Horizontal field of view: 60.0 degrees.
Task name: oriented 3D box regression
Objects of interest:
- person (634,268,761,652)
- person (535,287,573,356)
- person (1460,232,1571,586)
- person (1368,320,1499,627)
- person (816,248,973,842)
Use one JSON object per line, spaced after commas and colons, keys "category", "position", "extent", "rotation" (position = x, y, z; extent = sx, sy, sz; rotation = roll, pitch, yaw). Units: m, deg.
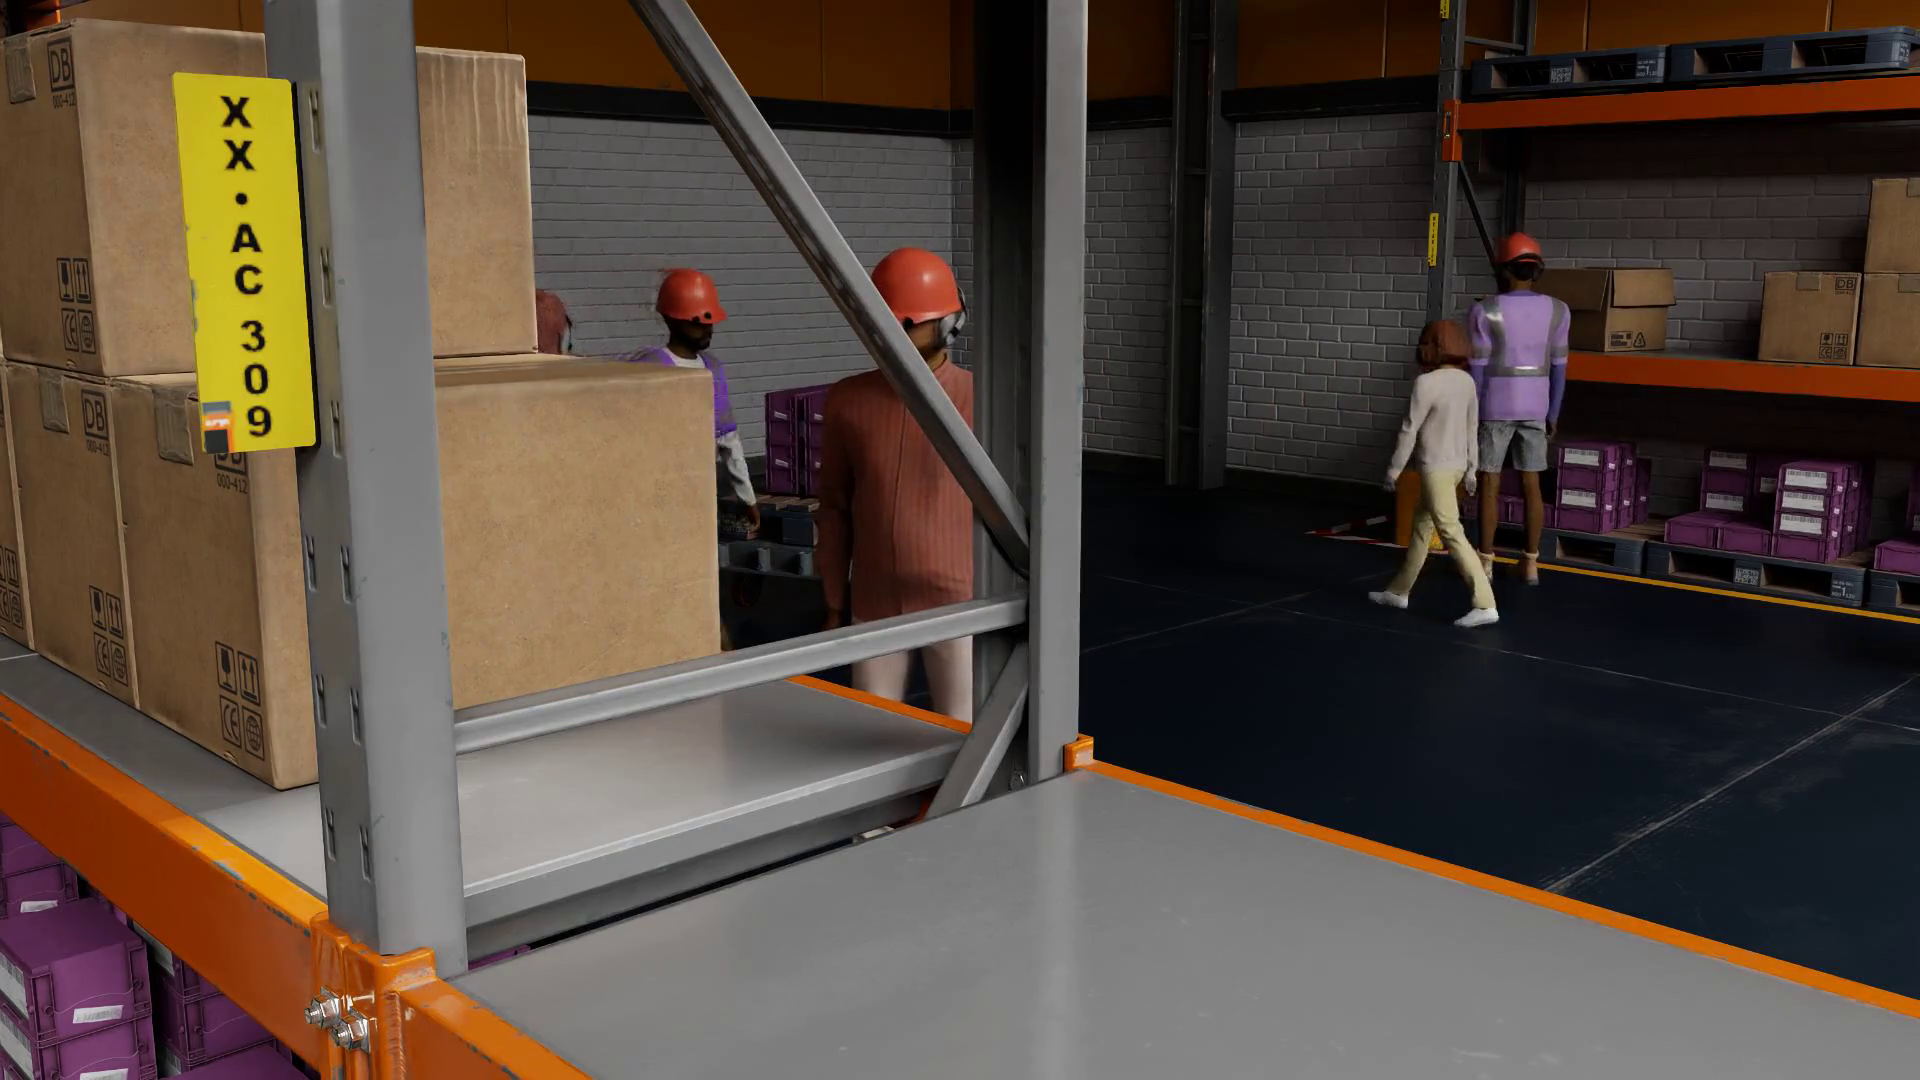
{"category": "person", "position": [-1.053, -0.161, 6.838], "extent": [0.961, 1.875, 0.686], "rotation": [4, 11, 22]}
{"category": "person", "position": [-1.265, 0.187, 4.997], "extent": [0.679, 1.874, 0.881], "rotation": [-6, 12, -31]}
{"category": "person", "position": [3.194, -0.746, 9.628], "extent": [0.612, 2.037, 0.390], "rotation": [-1, 10, -6]}
{"category": "person", "position": [2.527, -0.356, 8.725], "extent": [0.513, 1.587, 0.866], "rotation": [-10, 14, -43]}
{"category": "person", "position": [-0.115, 0.186, 4.680], "extent": [0.613, 1.985, 0.402], "rotation": [3, 11, 15]}
